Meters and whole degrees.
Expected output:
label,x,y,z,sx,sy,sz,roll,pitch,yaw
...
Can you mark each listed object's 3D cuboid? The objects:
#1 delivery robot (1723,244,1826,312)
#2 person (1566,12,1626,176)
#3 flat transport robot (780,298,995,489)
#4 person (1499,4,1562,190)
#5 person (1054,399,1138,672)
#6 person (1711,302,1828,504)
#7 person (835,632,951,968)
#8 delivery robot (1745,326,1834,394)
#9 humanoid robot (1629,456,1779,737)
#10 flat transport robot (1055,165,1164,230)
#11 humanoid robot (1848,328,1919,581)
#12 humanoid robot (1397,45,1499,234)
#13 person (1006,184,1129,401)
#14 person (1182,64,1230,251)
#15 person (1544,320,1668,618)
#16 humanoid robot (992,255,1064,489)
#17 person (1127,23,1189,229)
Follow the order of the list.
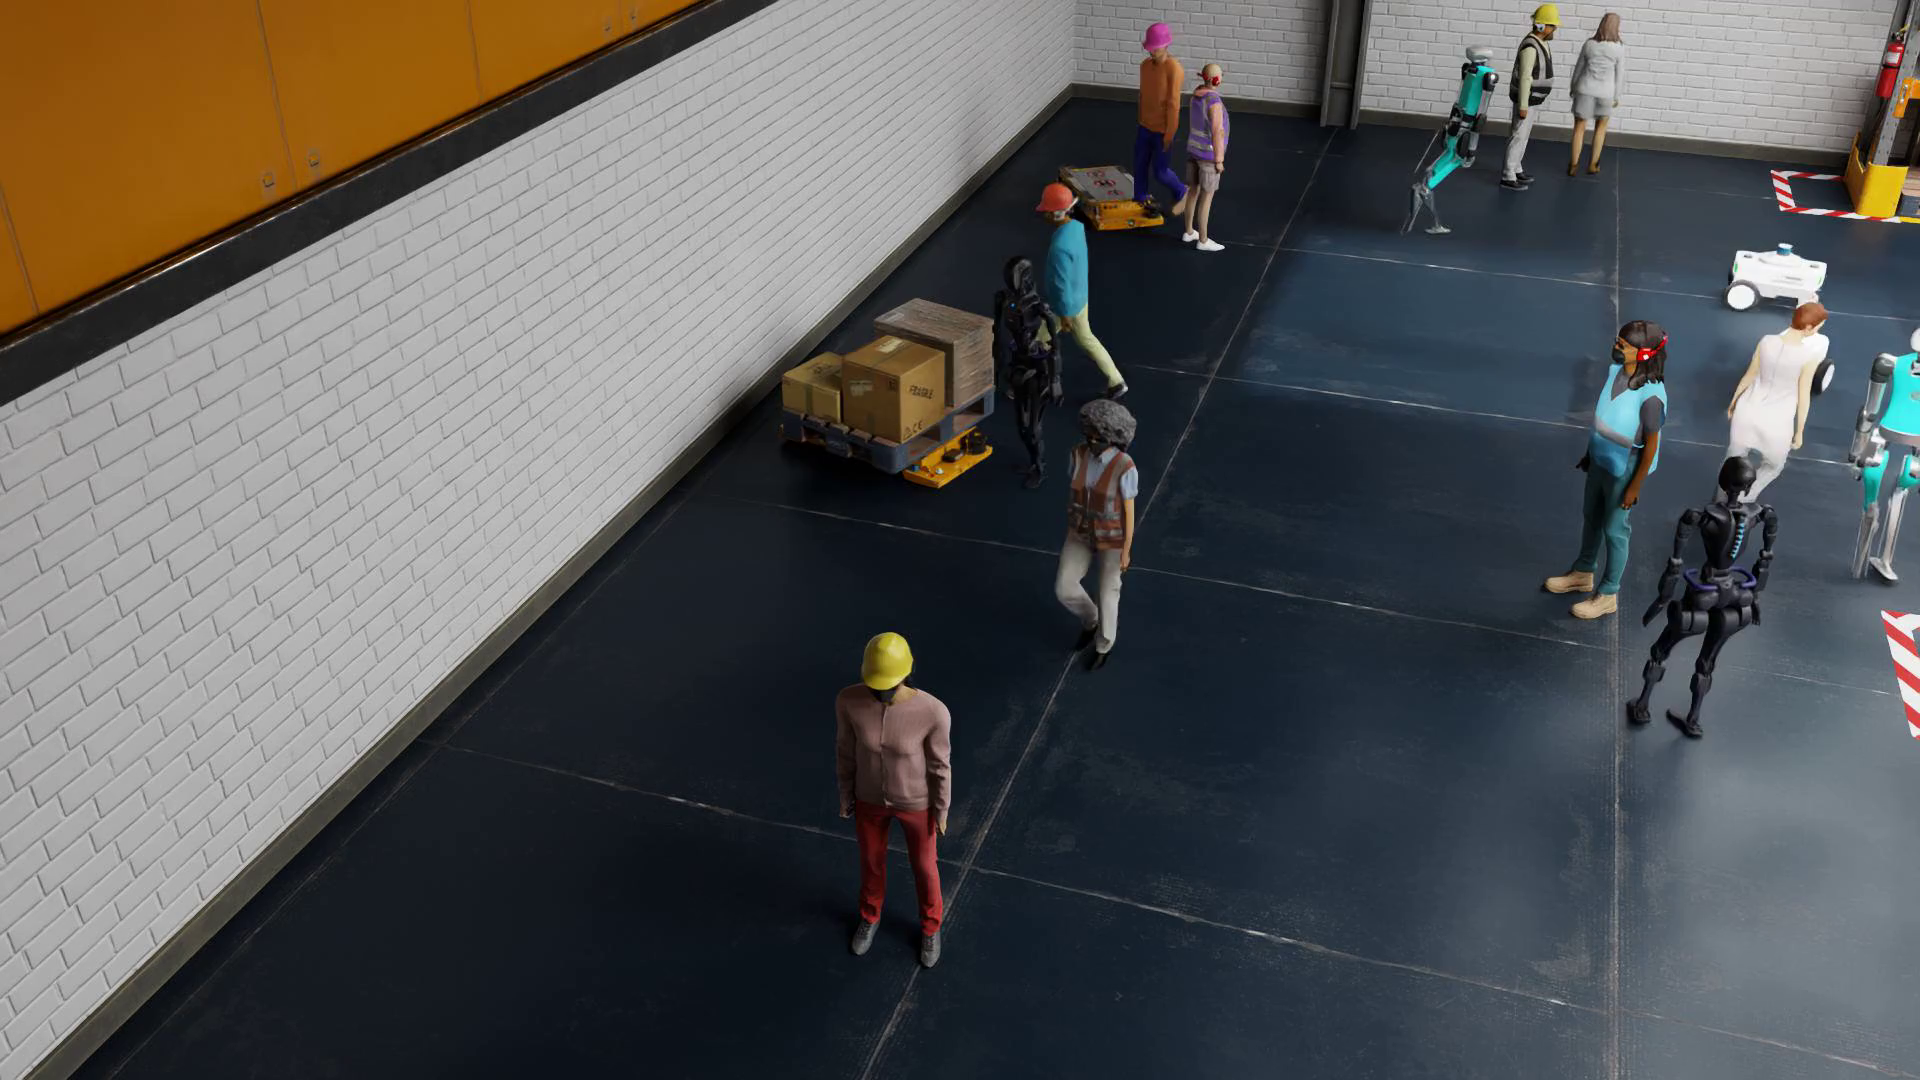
label,x,y,z,sx,sy,sz,roll,pitch,yaw
delivery robot,6.916,-2.218,14.113,0.789,0.590,0.499,14,33,23
person,6.491,-4.550,16.999,0.511,1.654,0.395,12,33,20
flat transport robot,-0.535,-0.753,11.906,1.431,0.231,0.659,20,36,30
person,5.696,-4.430,16.631,0.403,1.824,0.591,15,34,23
person,0.757,-0.011,9.239,0.460,1.672,0.377,20,36,30
person,5.053,-0.740,10.528,0.467,1.633,0.528,-22,37,-32
person,-0.291,1.135,7.229,0.519,1.758,0.346,8,31,13
delivery robot,6.295,-1.343,12.637,0.499,0.603,0.794,26,39,37
humanoid robot,3.931,0.287,8.739,0.610,1.646,0.389,-2,31,-4
flat transport robot,1.455,-3.388,16.389,0.659,0.231,1.431,-7,31,-12
humanoid robot,5.685,-0.487,10.096,0.534,1.873,0.790,18,35,27
humanoid robot,4.446,-3.606,15.413,0.830,1.874,0.551,-6,31,-10
person,0.836,-1.796,12.264,0.887,1.703,0.586,10,32,16
person,2.231,-3.479,15.138,0.351,1.694,0.479,-12,32,-19
person,3.849,-0.415,9.754,0.378,1.865,0.530,-6,31,-10
humanoid robot,0.467,-1.142,11.187,0.611,1.634,0.367,25,39,36
person,1.903,-3.879,15.569,0.657,1.952,0.543,-26,39,-36
